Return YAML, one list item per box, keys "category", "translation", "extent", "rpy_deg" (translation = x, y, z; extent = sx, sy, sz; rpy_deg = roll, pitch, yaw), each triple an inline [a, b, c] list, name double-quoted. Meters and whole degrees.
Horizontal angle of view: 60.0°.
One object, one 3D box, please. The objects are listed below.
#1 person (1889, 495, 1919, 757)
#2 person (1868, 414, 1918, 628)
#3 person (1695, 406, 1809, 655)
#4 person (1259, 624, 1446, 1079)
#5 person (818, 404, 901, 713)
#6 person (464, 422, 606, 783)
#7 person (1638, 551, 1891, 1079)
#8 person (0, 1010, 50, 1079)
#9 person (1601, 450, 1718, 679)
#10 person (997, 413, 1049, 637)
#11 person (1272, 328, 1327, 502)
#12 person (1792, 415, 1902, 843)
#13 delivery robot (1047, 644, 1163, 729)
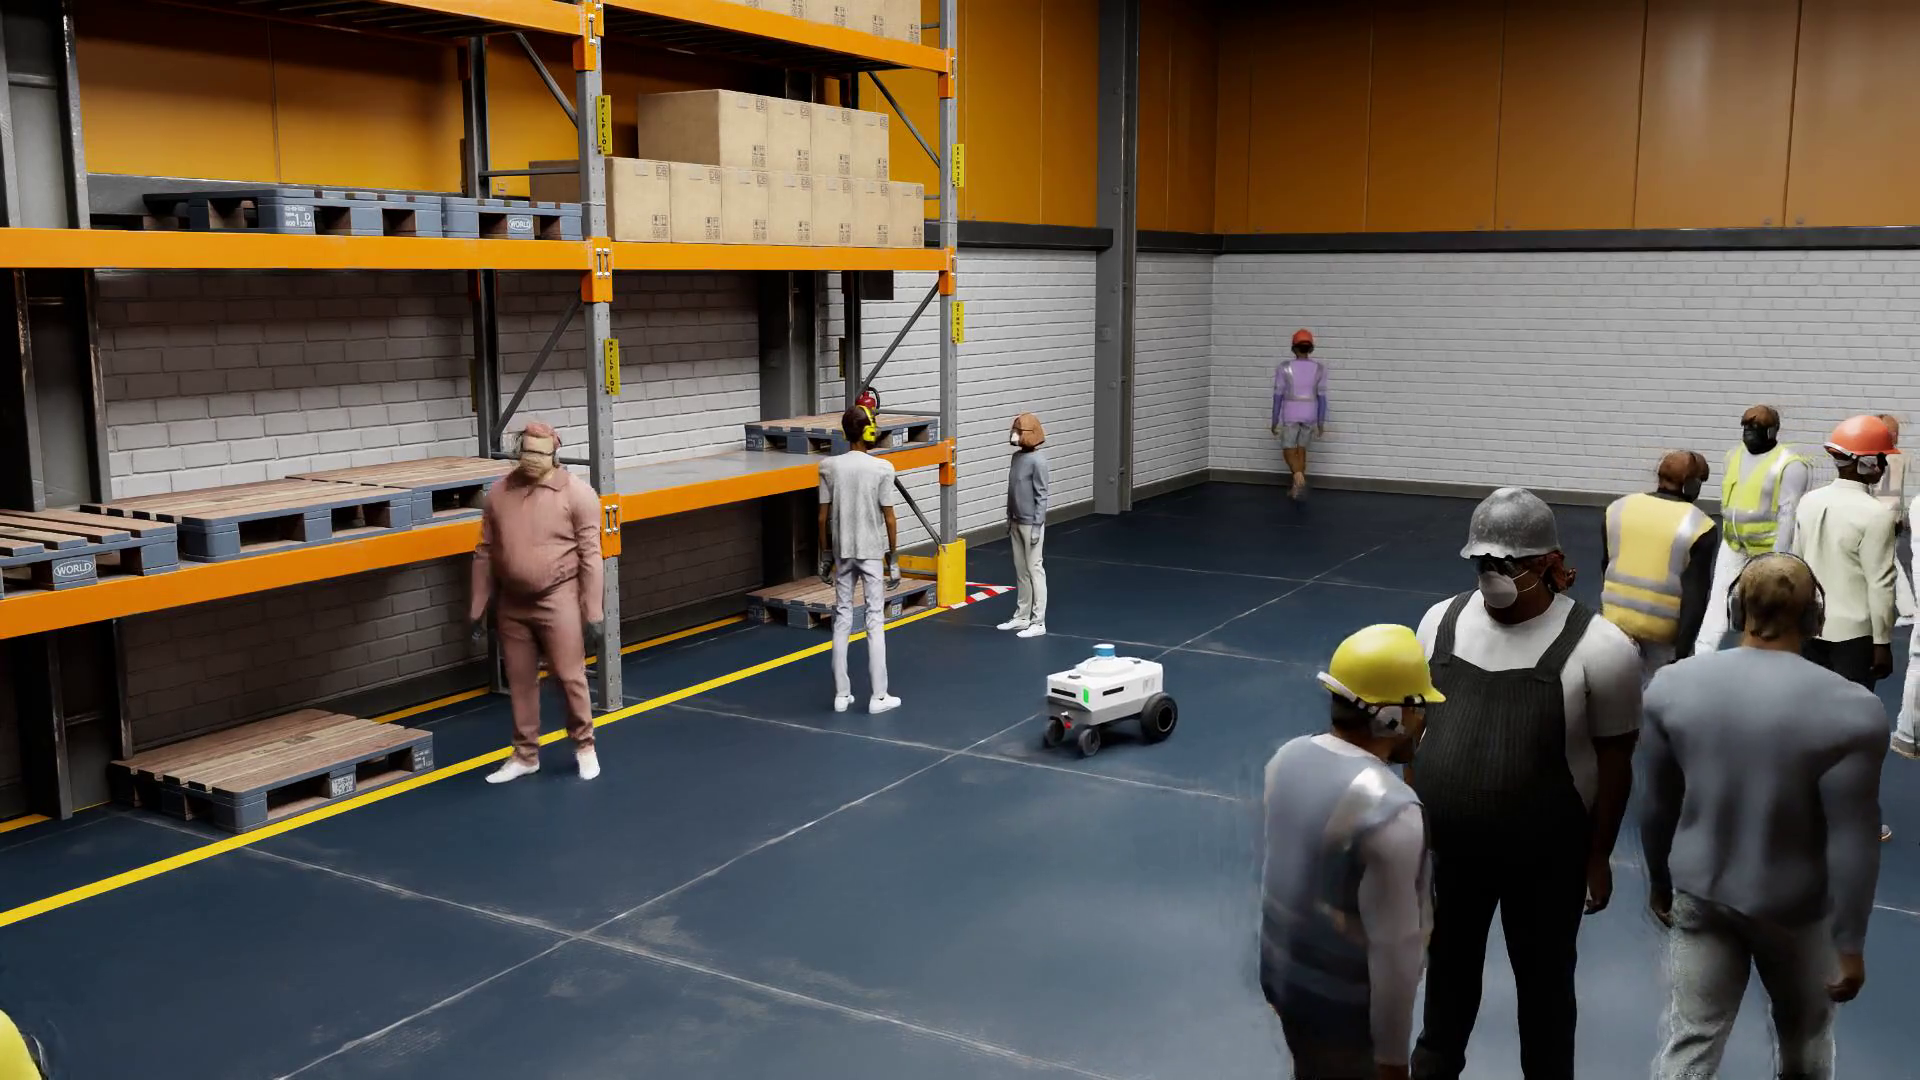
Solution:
- category: "person"
  translation: [5.257, 0.349, 8.713]
  extent: [0.571, 1.838, 1.016]
  rpy_deg: [1, 9, 8]
- category: "person"
  translation: [6.926, -0.154, 12.565]
  extent: [0.532, 1.592, 0.856]
  rpy_deg: [-7, 12, -38]
- category: "person"
  translation: [5.085, 0.037, 10.743]
  extent: [0.943, 1.792, 0.652]
  rpy_deg: [-4, 10, -24]
- category: "person"
  translation: [0.898, 1.099, 4.062]
  extent: [0.558, 1.809, 0.629]
  rpy_deg: [-3, 10, -17]
- category: "person"
  translation: [-0.609, 0.116, 10.045]
  extent: [0.518, 1.865, 0.323]
  rpy_deg: [3, 10, 17]
- category: "person"
  translation: [-2.206, 0.328, 8.673]
  extent: [0.748, 1.892, 0.471]
  rpy_deg: [3, 10, 17]
- category: "person"
  translation: [2.228, 0.972, 4.603]
  extent: [0.648, 1.896, 0.925]
  rpy_deg: [9, 12, 43]
- category: "person"
  translation: [-1.266, 1.447, 2.145]
  extent: [0.527, 1.740, 0.770]
  rpy_deg: [0, 9, 0]
- category: "person"
  translation: [3.499, 0.429, 8.397]
  extent: [1.009, 1.779, 0.624]
  rpy_deg: [-9, 13, -44]
- category: "person"
  translation: [0.476, -0.112, 12.180]
  extent: [0.278, 1.636, 0.501]
  rpy_deg: [-4, 10, -25]
- category: "person"
  translation: [3.927, -1.423, 19.183]
  extent: [0.617, 2.020, 0.788]
  rpy_deg: [-1, 9, -5]
- category: "person"
  translation: [4.141, 0.413, 7.790]
  extent: [0.379, 1.995, 0.612]
  rpy_deg: [-2, 9, -11]
- category: "delivery robot"
  translation: [0.817, 0.830, 9.370]
  extent: [0.707, 0.478, 0.477]
  rpy_deg: [-9, 13, -43]
